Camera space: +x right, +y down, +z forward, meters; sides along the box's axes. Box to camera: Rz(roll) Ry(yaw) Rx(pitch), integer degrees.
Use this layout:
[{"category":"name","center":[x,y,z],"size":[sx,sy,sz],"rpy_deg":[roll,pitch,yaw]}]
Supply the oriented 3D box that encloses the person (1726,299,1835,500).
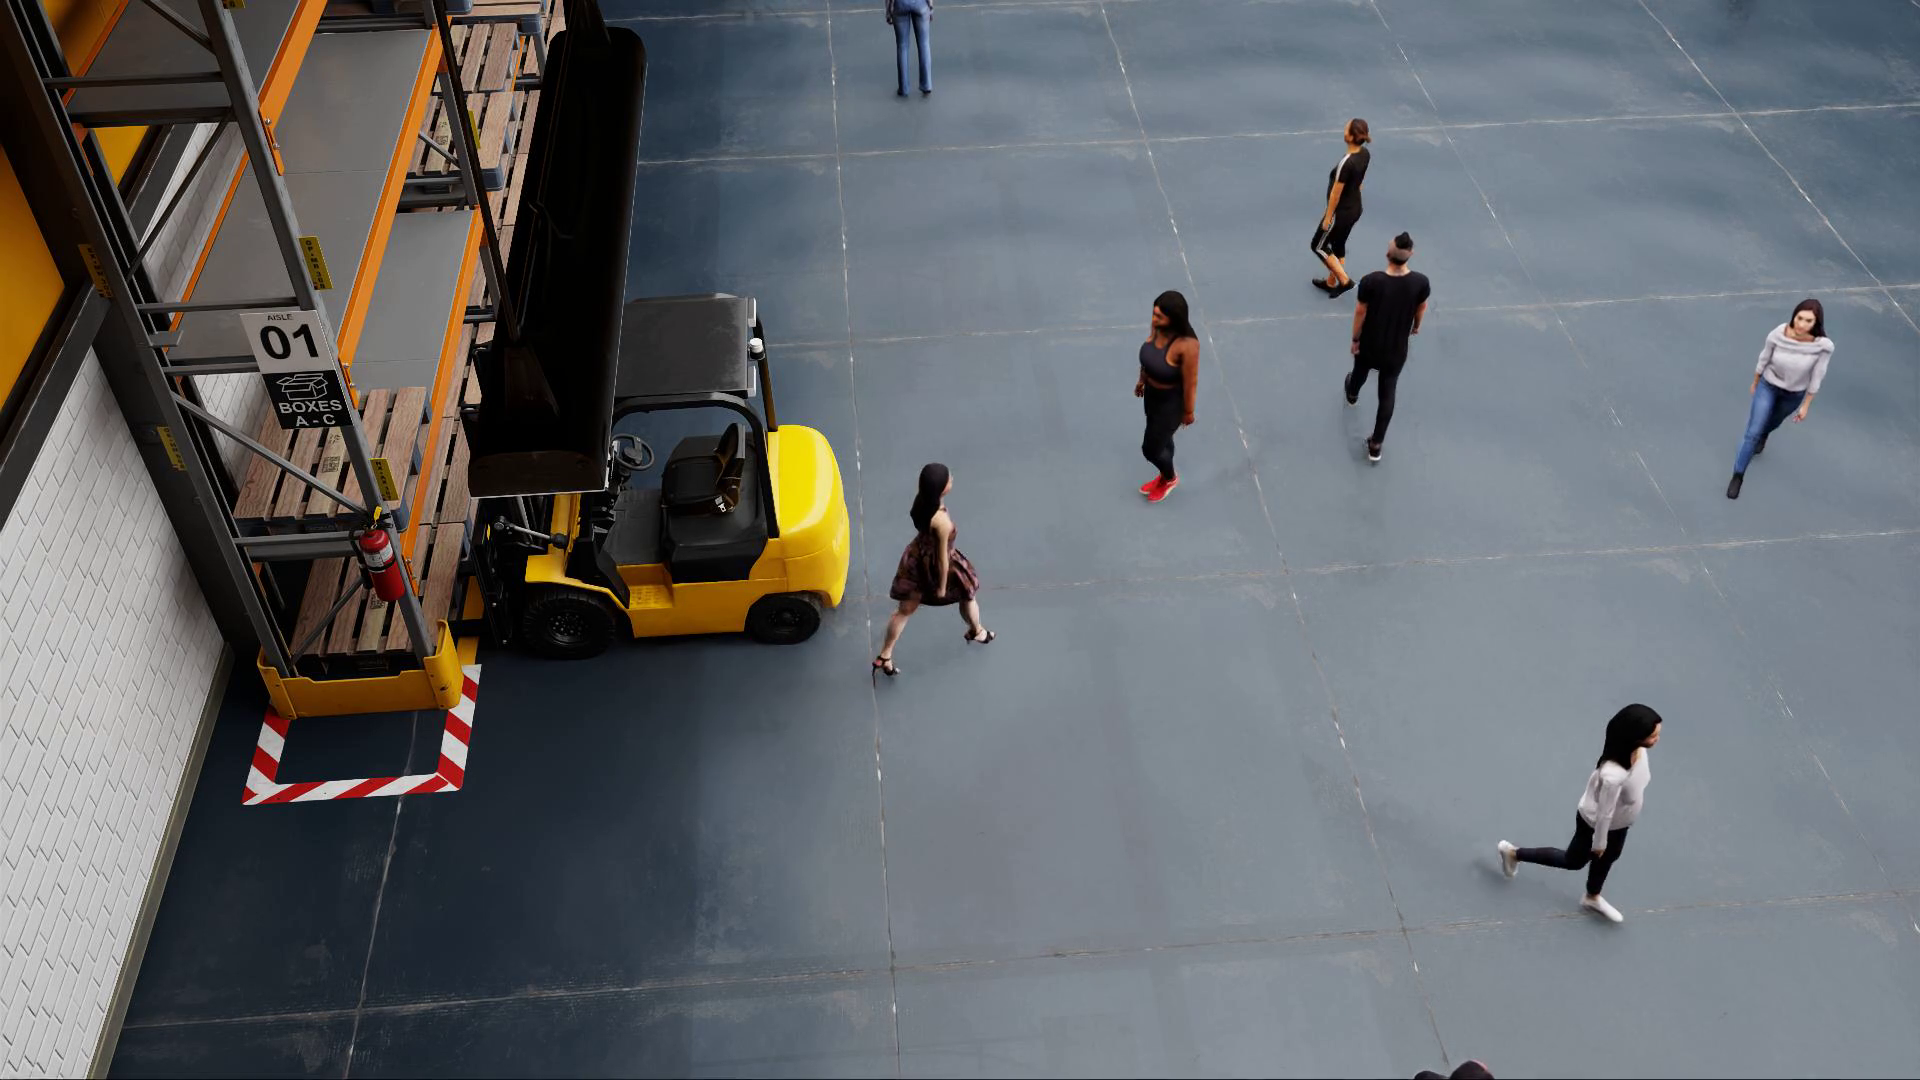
[{"category":"person","center":[6.006,-1.112,12.145],"size":[0.964,1.583,1.174],"rpy_deg":[19,47,19]}]

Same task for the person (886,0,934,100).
[{"category":"person","center":[-0.482,-5.161,16.241],"size":[0.612,1.795,0.511],"rpy_deg":[-3,44,-3]}]

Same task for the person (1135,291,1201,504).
[{"category":"person","center":[1.558,-1.052,11.922],"size":[0.834,1.803,0.724],"rpy_deg":[-19,47,-19]}]

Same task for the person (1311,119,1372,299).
[{"category":"person","center":[3.223,-2.687,13.741],"size":[0.843,1.661,0.783],"rpy_deg":[31,52,28]}]

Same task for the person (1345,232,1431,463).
[{"category":"person","center":[3.160,-1.417,12.297],"size":[0.852,1.814,1.228],"rpy_deg":[4,44,5]}]

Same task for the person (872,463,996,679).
[{"category":"person","center":[-0.253,0.227,10.634],"size":[1.005,1.727,1.172],"rpy_deg":[-22,48,-21]}]

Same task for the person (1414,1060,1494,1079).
[{"category":"person","center":[2.260,2.904,7.832],"size":[0.685,1.716,0.729],"rpy_deg":[27,50,25]}]

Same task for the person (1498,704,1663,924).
[{"category":"person","center":[3.527,1.506,9.323],"size":[1.063,1.683,1.022],"rpy_deg":[27,50,25]}]
